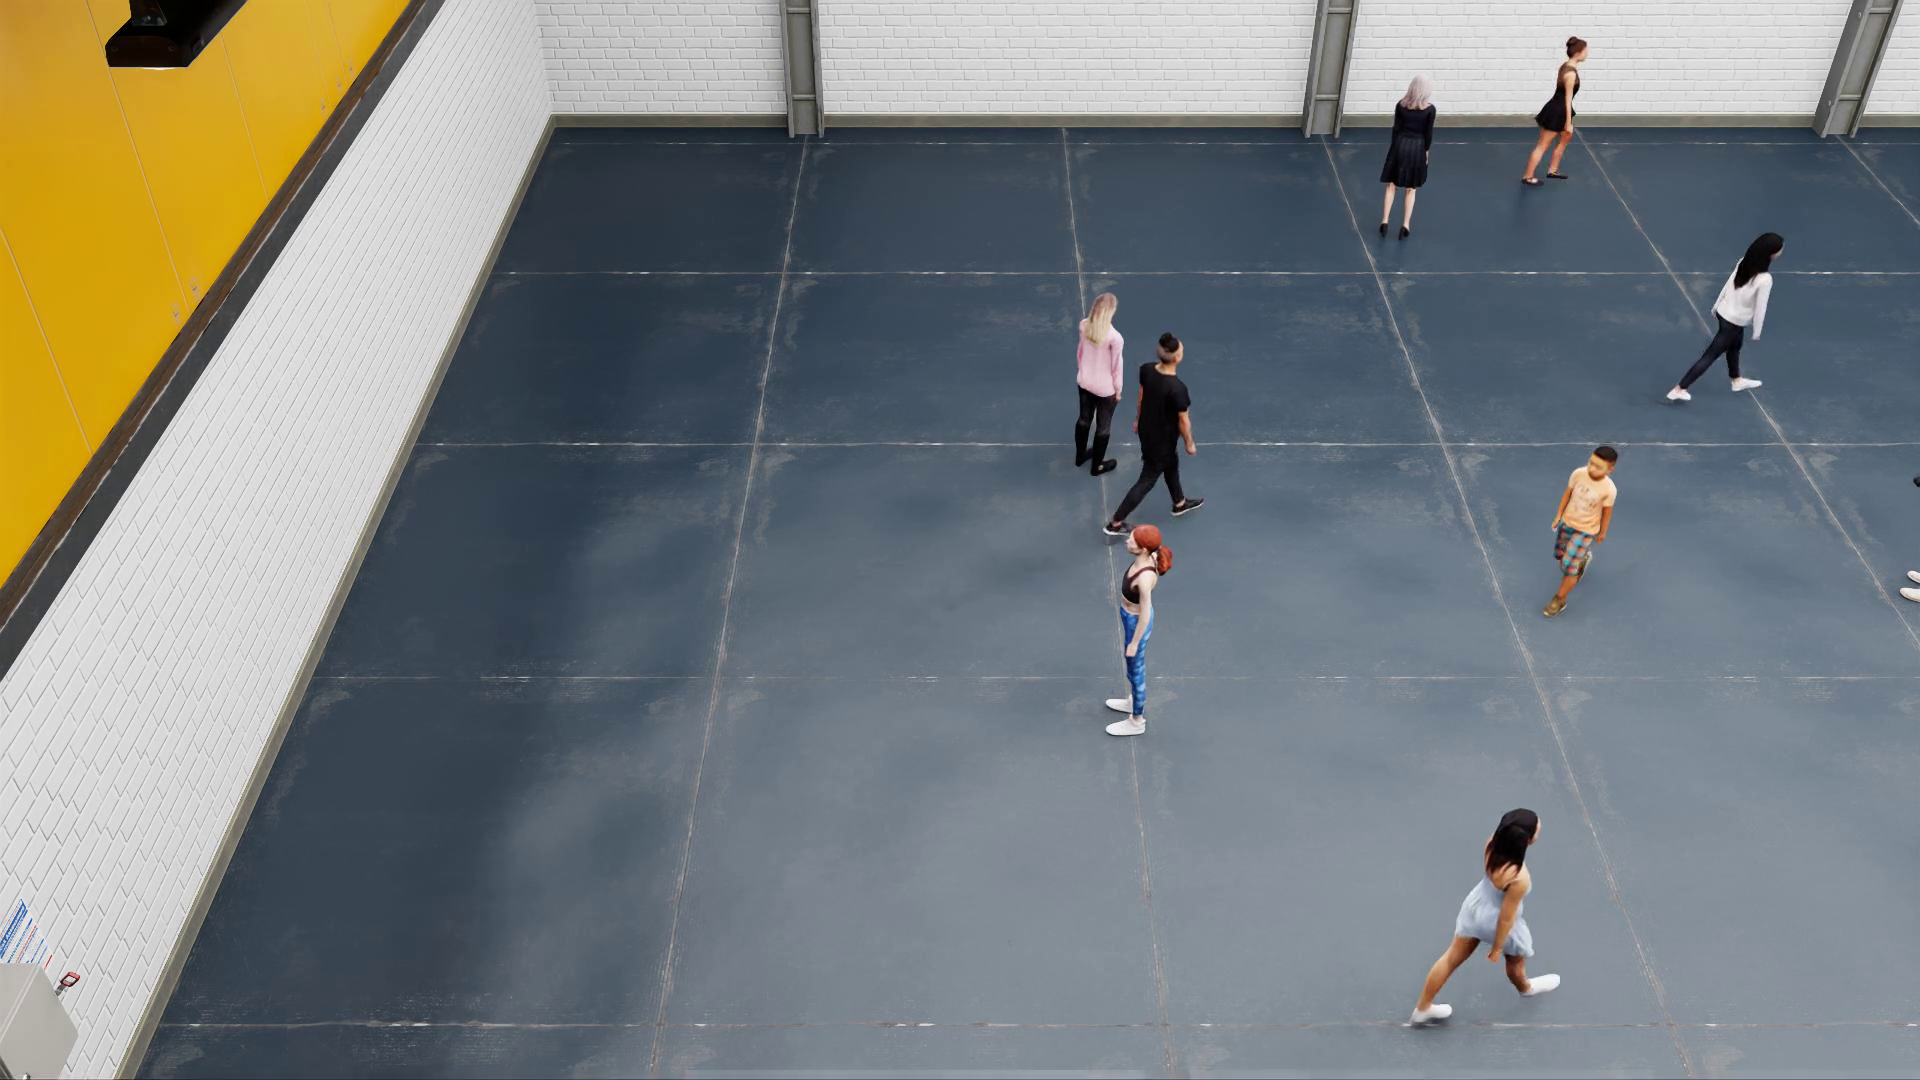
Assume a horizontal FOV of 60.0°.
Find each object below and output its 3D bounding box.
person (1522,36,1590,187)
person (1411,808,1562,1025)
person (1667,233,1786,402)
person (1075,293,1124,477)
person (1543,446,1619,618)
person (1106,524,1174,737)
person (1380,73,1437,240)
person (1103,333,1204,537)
[{"bbox_3d":[6.343,-4.594,17.887,0.807,1.662,0.703,12,40,15],"label":"person"},{"bbox_3d":[2.912,2.170,9.402,1.204,1.682,0.820,-9,40,-12],"label":"person"},{"bbox_3d":[6.663,-1.912,14.535,1.124,1.654,0.697,-6,39,-8],"label":"person"},{"bbox_3d":[1.129,-1.286,13.725,0.744,1.686,0.685,-32,48,-33],"label":"person"},{"bbox_3d":[4.685,-0.126,12.468,0.942,1.442,0.834,-27,46,-30],"label":"person"},{"bbox_3d":[1.197,0.602,11.283,0.601,1.784,0.591,4,39,5],"label":"person"},{"bbox_3d":[4.568,-3.919,16.978,0.639,1.741,0.761,15,41,18],"label":"person"},{"bbox_3d":[1.495,-0.786,12.989,1.284,1.823,0.999,-16,41,-19],"label":"person"}]
